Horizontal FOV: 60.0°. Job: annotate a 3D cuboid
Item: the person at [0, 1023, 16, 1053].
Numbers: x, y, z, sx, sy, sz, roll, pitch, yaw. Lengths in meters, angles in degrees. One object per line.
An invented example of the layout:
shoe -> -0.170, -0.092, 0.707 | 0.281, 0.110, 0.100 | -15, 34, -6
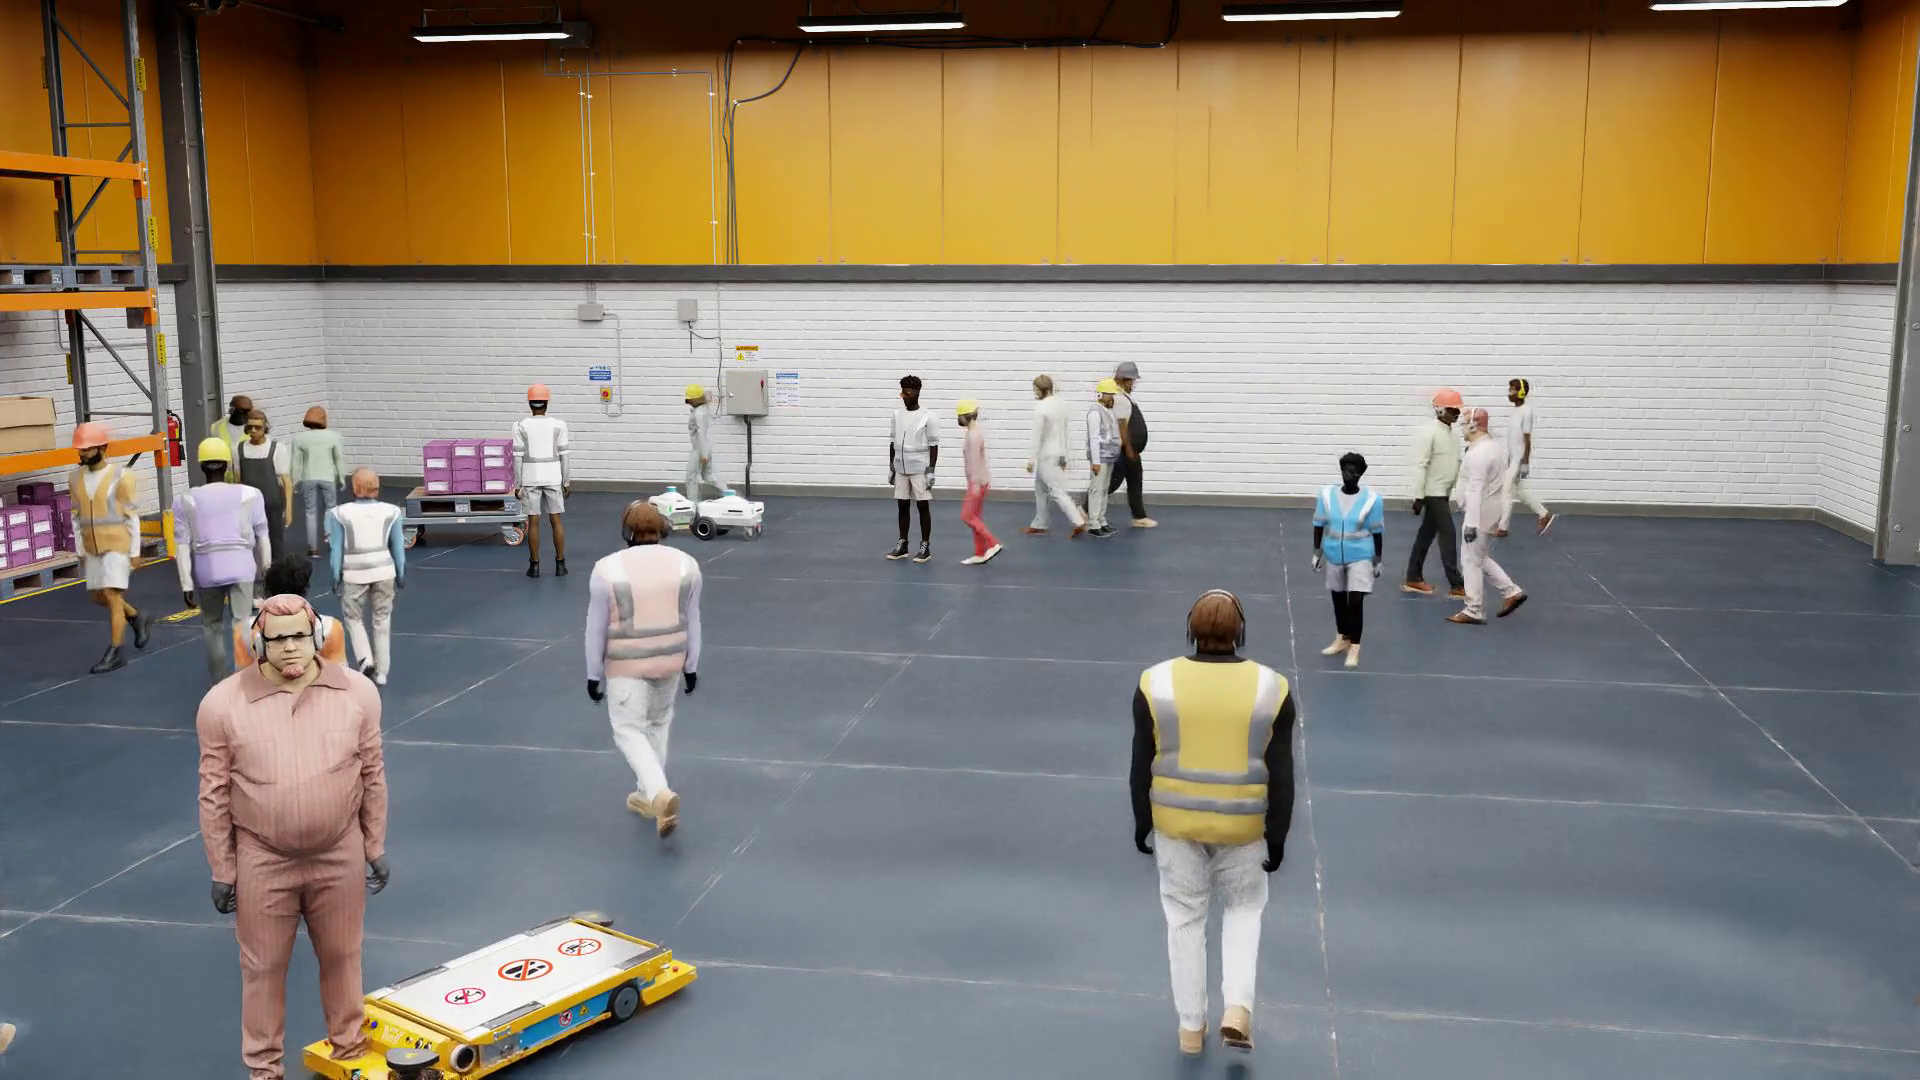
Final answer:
person -> -3.795, 1.208, 5.699 | 0.599, 1.847, 0.934 | 8, 12, 42

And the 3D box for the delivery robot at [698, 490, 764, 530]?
delivery robot -> -2.597, -0.325, 18.891 | 0.707, 0.478, 0.477 | 3, 9, 16

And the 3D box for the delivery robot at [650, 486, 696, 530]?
delivery robot -> -3.323, -0.375, 19.201 | 0.477, 0.478, 0.707 | -5, 10, -29

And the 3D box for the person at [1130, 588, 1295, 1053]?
person -> 0.963, 1.094, 6.419 | 0.622, 1.832, 0.467 | 1, 9, 8

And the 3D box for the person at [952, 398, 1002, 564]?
person -> 0.137, -0.587, 17.113 | 0.434, 1.742, 0.576 | -1, 9, -3

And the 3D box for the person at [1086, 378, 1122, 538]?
person -> 1.654, -0.948, 19.104 | 0.404, 1.828, 0.592 | 4, 10, 22

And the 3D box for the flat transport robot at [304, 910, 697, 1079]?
flat transport robot -> -1.794, 1.837, 6.648 | 0.652, 0.197, 1.431 | 7, 11, 35

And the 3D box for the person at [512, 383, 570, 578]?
person -> -4.166, -0.591, 16.564 | 0.551, 1.933, 0.373 | -3, 10, -18

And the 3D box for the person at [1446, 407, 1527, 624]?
person -> 4.535, -0.201, 14.298 | 0.555, 1.883, 0.692 | 5, 10, 27

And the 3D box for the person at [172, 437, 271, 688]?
person -> -5.134, 0.229, 11.622 | 0.609, 1.890, 0.919 | -4, 10, -22

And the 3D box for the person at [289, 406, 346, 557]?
person -> -6.842, -0.619, 17.705 | 0.583, 1.612, 0.374 | -4, 10, -23

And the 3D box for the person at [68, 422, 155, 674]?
person -> -6.512, 0.028, 12.814 | 0.552, 1.917, 0.749 | 2, 9, 11

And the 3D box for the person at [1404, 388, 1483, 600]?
person -> 4.566, -0.429, 15.461 | 0.924, 1.952, 0.625 | 7, 11, 37

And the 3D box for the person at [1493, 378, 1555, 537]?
person -> 6.416, -0.927, 18.976 | 0.763, 1.839, 0.514 | 1, 9, 5

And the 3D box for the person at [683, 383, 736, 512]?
person -> -3.097, -1.084, 20.342 | 0.736, 1.700, 0.513 | 0, 9, 1

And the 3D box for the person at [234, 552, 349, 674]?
person -> -3.237, 0.910, 8.045 | 0.542, 1.684, 0.566 | -1, 9, -6

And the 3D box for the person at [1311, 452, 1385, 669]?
person -> 3.025, 0.132, 12.929 | 0.552, 1.667, 0.596 | 6, 11, 31

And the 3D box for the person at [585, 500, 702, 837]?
person -> -1.685, 0.688, 8.995 | 0.635, 1.815, 0.795 | -6, 11, -33

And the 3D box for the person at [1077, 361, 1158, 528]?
person -> 1.850, -1.145, 19.672 | 0.894, 2.000, 0.679 | 3, 10, 17

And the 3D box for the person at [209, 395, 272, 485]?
person -> -7.237, -0.546, 16.686 | 0.644, 1.805, 0.686 | -1, 9, -7

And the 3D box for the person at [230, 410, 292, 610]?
person -> -6.376, -0.302, 15.236 | 0.521, 1.795, 0.983 | -2, 9, -12

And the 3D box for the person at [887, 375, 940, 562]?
person -> -0.504, -0.753, 17.469 | 0.603, 1.966, 0.368 | 6, 11, 31

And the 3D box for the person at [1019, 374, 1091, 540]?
person -> 1.086, -0.930, 18.837 | 0.925, 1.898, 0.635 | 5, 10, 27

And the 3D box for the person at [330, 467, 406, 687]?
person -> -4.312, 0.276, 12.138 | 0.534, 1.622, 0.370 | -5, 10, -27

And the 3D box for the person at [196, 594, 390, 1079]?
person -> -2.362, 1.132, 5.963 | 0.641, 1.909, 0.409 | -6, 11, -31
